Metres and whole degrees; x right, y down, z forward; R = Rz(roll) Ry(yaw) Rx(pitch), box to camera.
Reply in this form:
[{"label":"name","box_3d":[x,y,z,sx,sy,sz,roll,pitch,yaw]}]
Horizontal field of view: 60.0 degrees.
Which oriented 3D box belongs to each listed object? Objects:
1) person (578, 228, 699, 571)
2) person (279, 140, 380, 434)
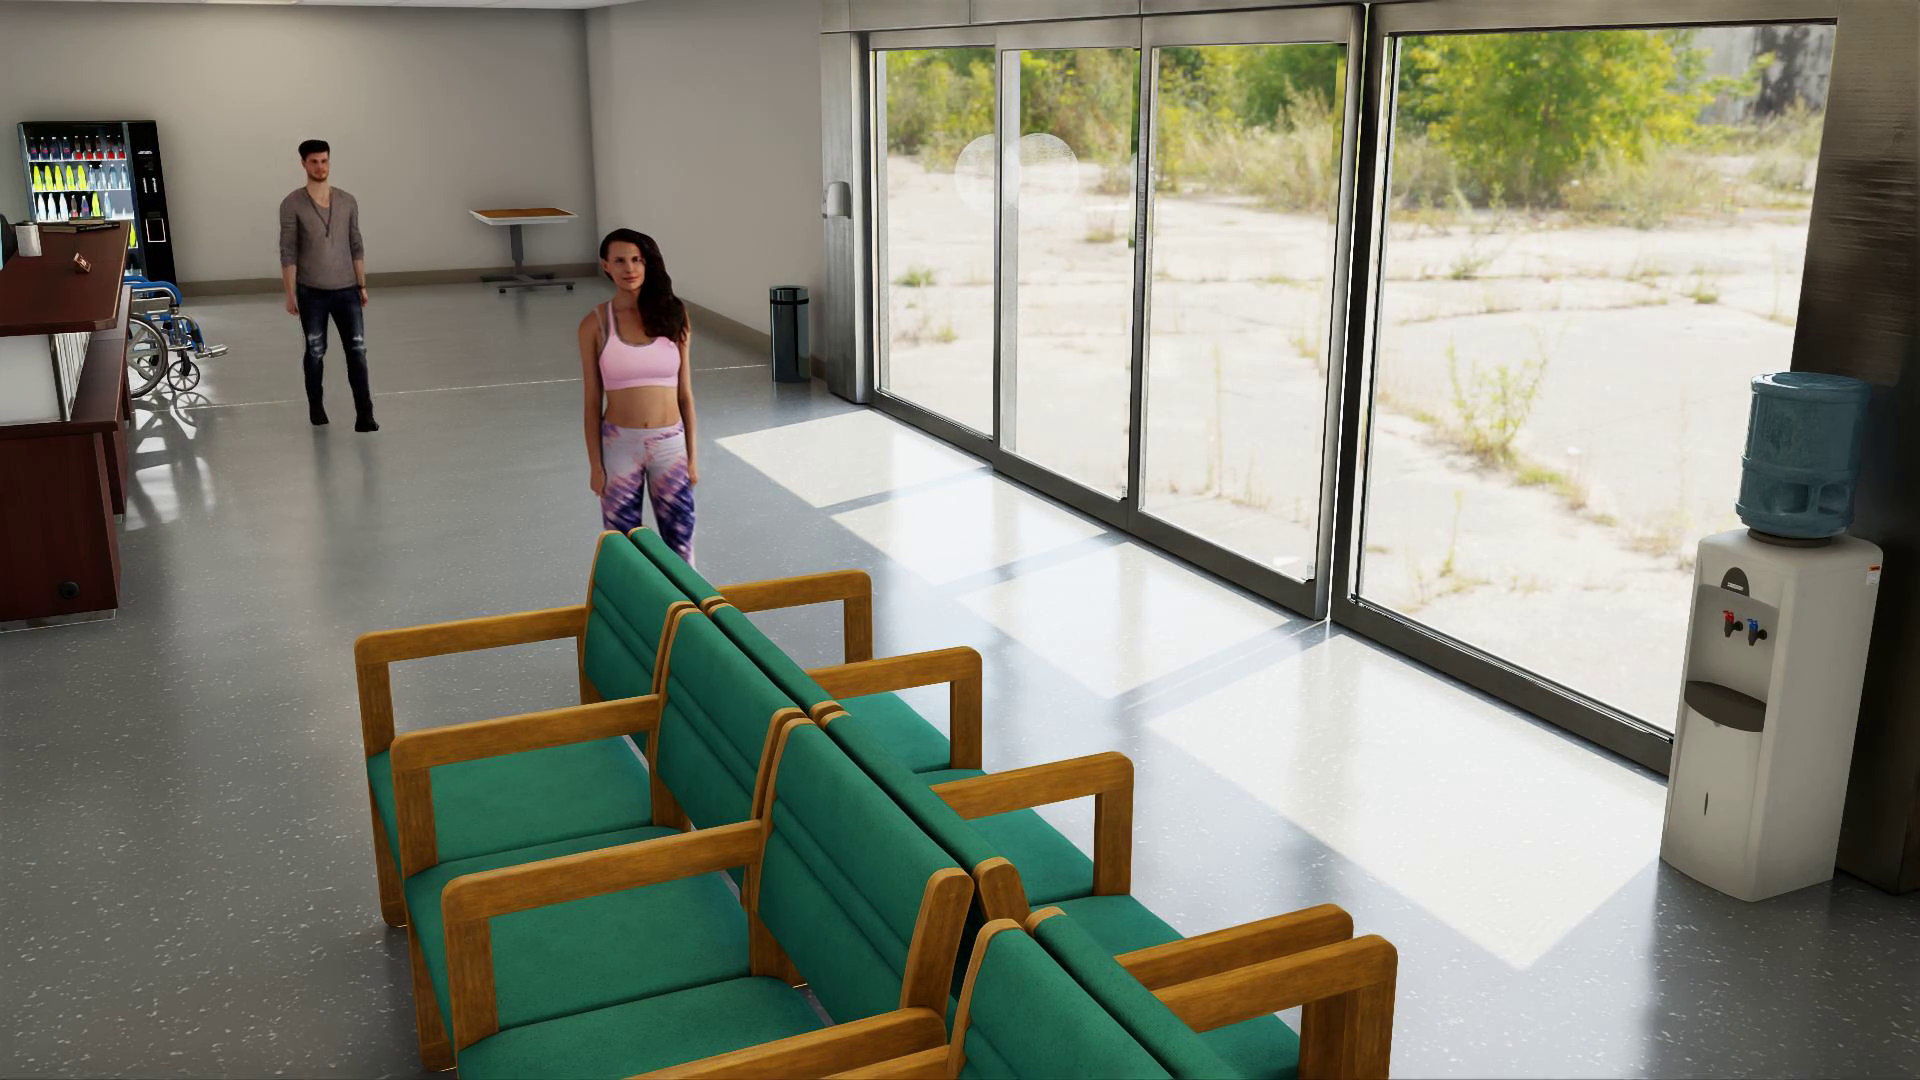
[{"label":"person","box_3d":[-1.207,-0.300,6.335,0.480,1.768,0.639,-6,17,-20]},{"label":"person","box_3d":[-4.156,-1.614,10.839,1.204,1.853,0.924,-11,19,-33]}]
